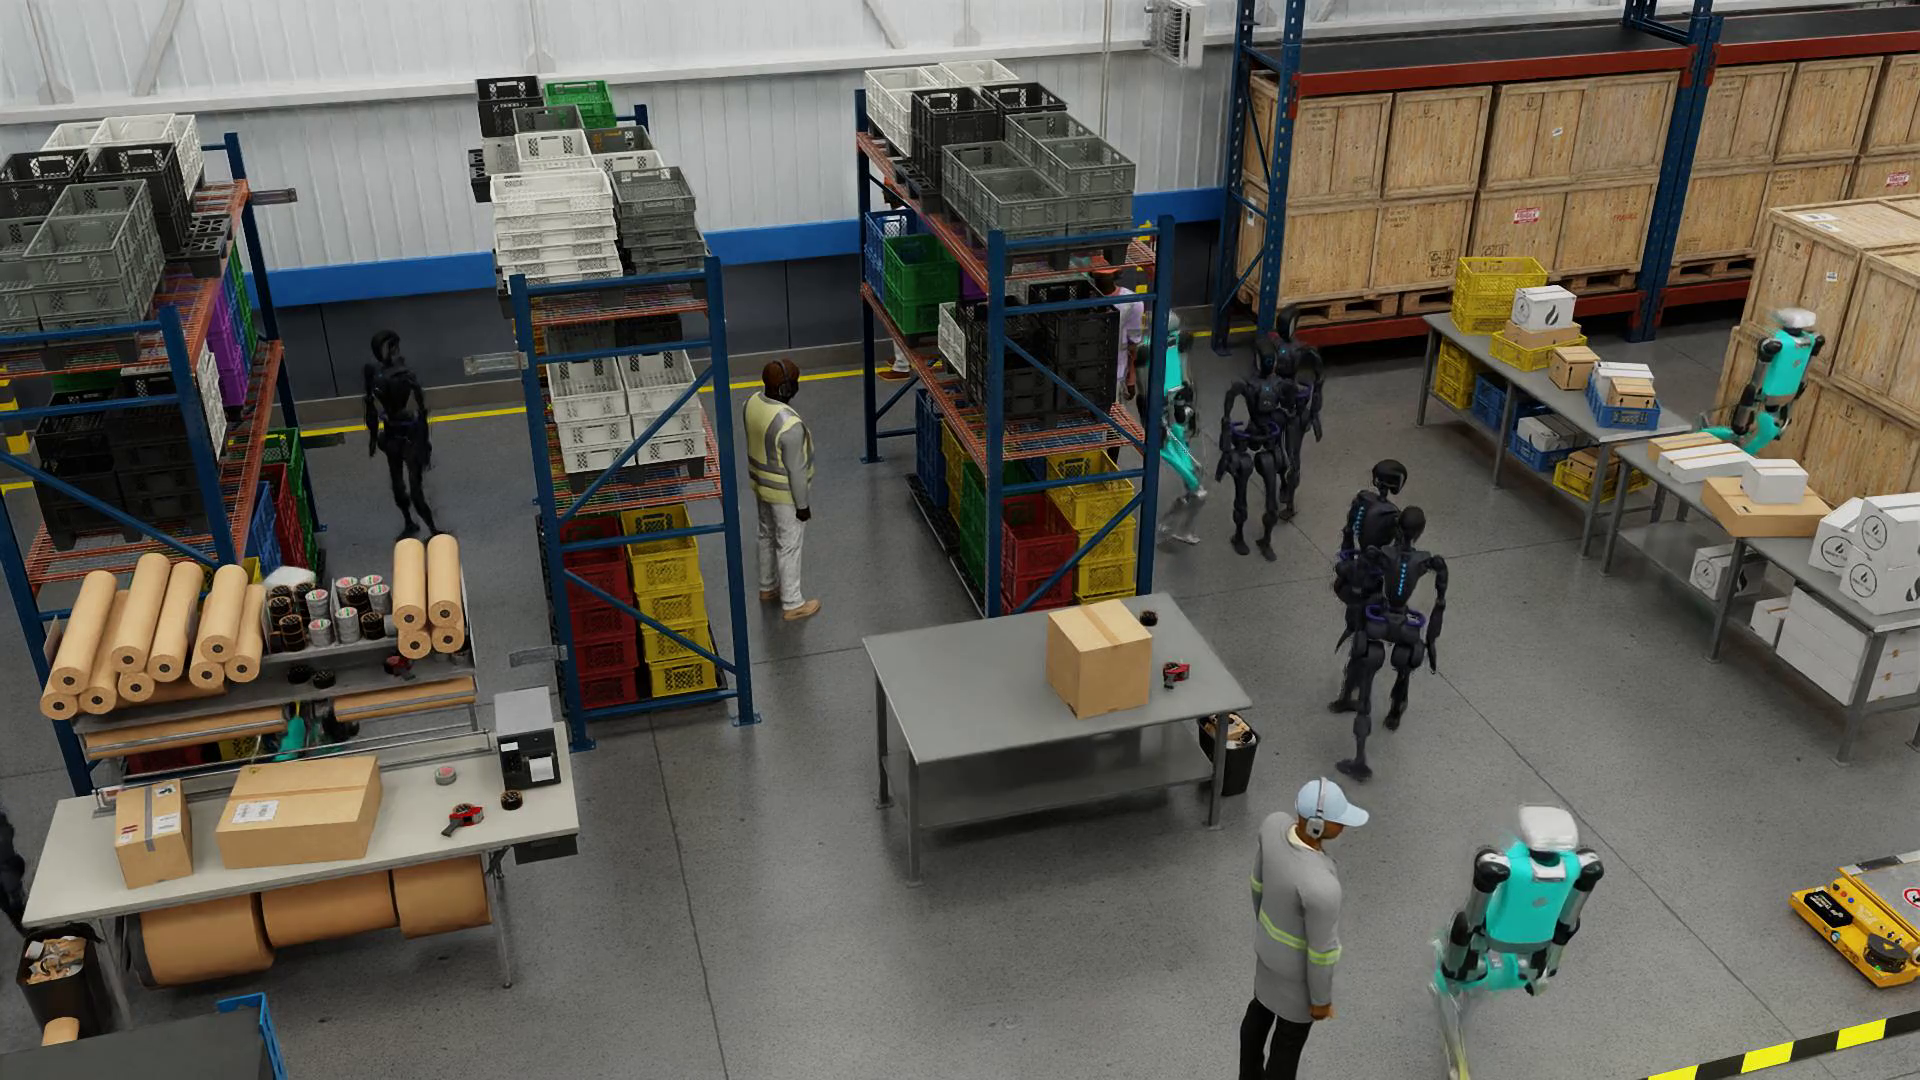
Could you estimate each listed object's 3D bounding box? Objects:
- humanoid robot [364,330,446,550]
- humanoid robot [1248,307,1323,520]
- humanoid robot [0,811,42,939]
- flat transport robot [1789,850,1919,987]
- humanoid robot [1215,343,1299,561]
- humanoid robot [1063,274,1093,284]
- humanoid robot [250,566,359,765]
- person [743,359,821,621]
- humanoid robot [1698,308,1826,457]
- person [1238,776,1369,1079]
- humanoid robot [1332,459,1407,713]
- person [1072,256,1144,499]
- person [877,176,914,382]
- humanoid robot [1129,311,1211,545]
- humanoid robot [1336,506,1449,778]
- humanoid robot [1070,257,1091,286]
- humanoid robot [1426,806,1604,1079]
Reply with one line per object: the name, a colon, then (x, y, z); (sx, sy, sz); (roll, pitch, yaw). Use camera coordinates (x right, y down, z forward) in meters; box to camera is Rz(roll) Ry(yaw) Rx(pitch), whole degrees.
humanoid robot: (-4.049, -0.744, 12.047); (0.595, 1.656, 0.321); (14, 32, 24)
humanoid robot: (2.440, -0.961, 12.469); (0.590, 1.633, 0.692); (13, 31, 22)
humanoid robot: (-4.736, 1.528, 7.927); (0.600, 1.644, 0.559); (9, 30, 16)
flat transport robot: (5.163, 1.916, 8.676); (1.431, 0.231, 0.659); (-8, 30, -14)
humanoid robot: (2.118, -0.632, 11.845); (0.600, 1.645, 0.428); (-5, 29, -9)
humanoid robot: (0.881, -2.337, 14.893); (0.546, 1.777, 0.772); (-19, 34, -30)
humanoid robot: (-3.471, 1.035, 8.743); (0.532, 1.731, 0.990); (3, 29, 6)
person: (-1.189, -0.348, 11.176); (0.431, 1.835, 0.622); (-19, 34, -31)
humanoid robot: (5.855, -0.925, 12.328); (0.543, 1.768, 0.903); (-10, 30, -18)
person: (1.476, 1.799, 7.246); (0.397, 1.849, 0.591); (-8, 30, -14)
humanoid robot: (2.506, 0.271, 10.201); (0.429, 1.645, 0.616); (-11, 31, -20)
person: (1.061, -1.274, 12.635); (0.606, 2.048, 0.367); (7, 30, 12)
person: (-0.550, -2.320, 14.709); (0.356, 1.882, 0.574); (8, 30, 14)
humanoid robot: (1.628, -0.707, 11.955); (0.537, 1.764, 0.893); (-23, 36, -35)
humanoid robot: (2.523, 0.555, 9.756); (0.587, 1.638, 0.820); (6, 29, 11)
humanoid robot: (0.743, -1.993, 14.292); (0.927, 1.764, 0.564); (5, 29, 9)
humanoid robot: (2.351, 1.789, 7.473); (0.553, 1.847, 0.892); (-2, 29, -4)
